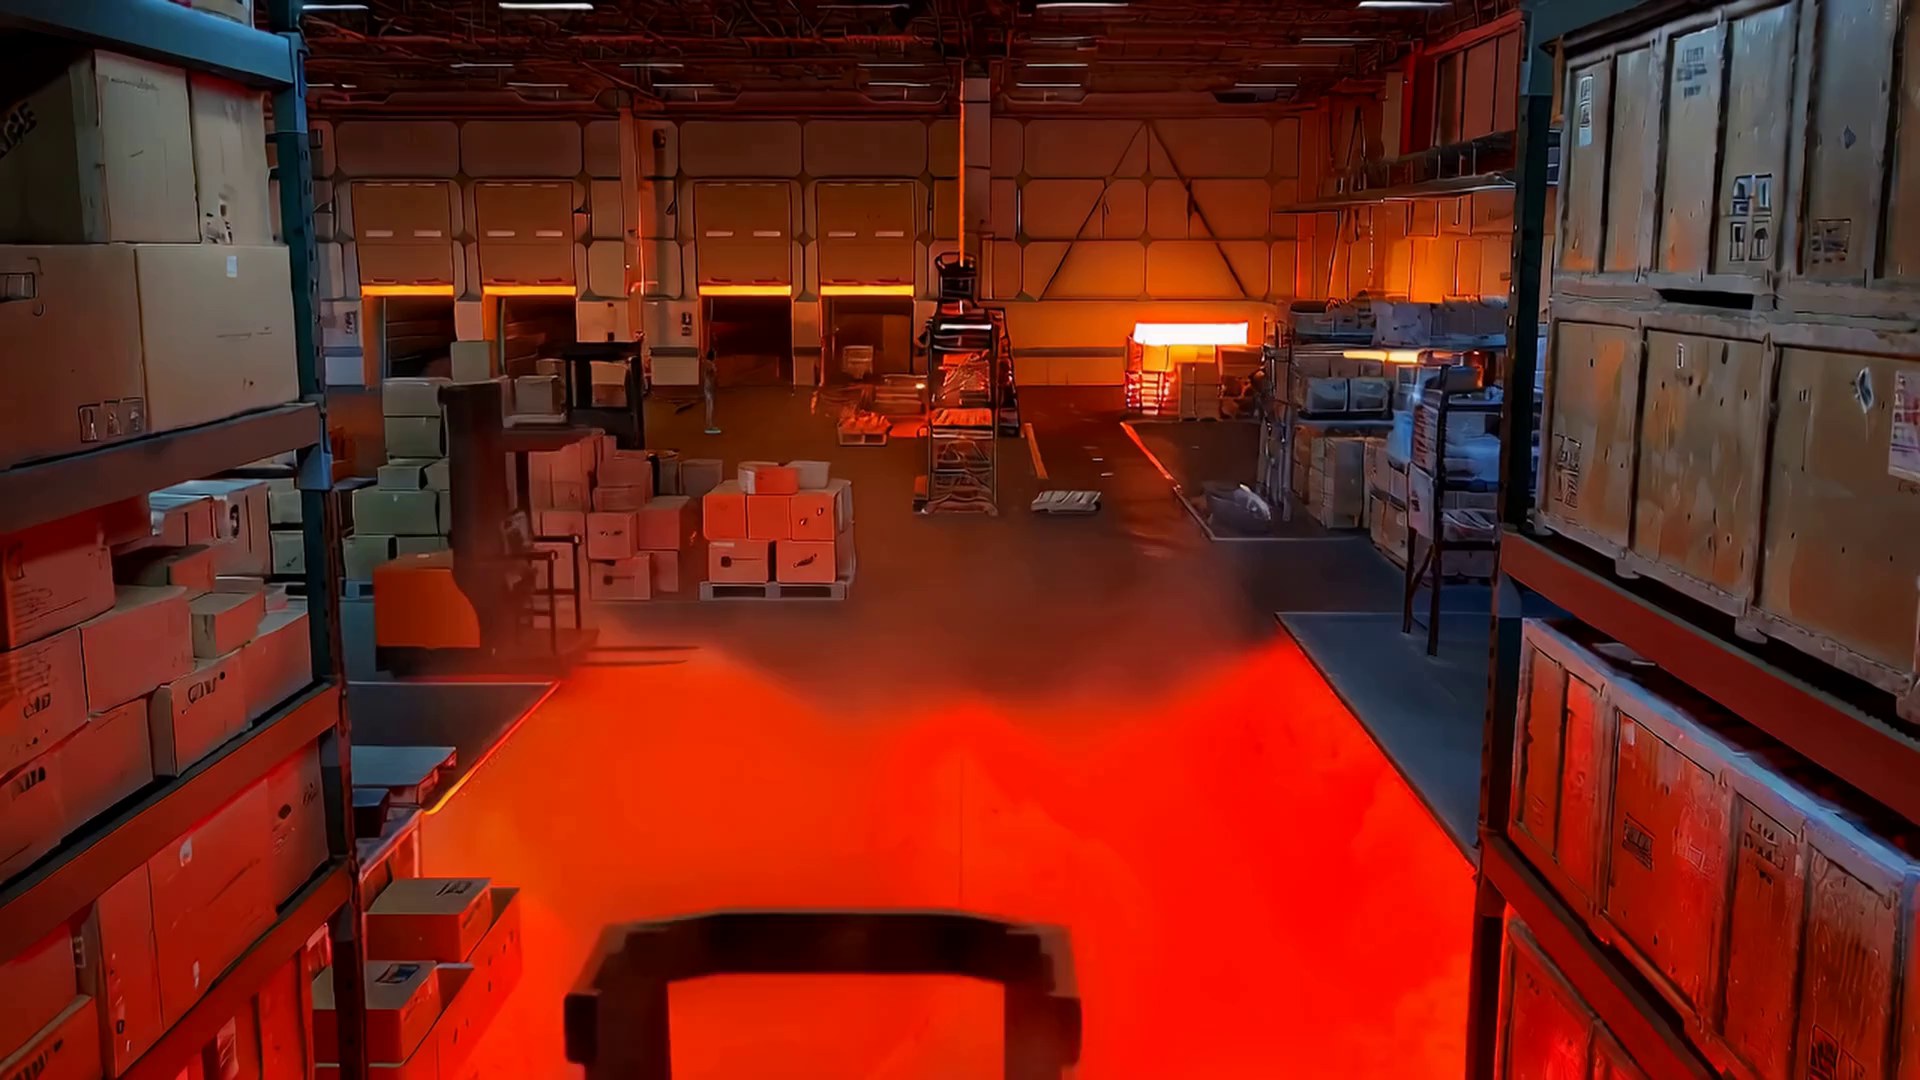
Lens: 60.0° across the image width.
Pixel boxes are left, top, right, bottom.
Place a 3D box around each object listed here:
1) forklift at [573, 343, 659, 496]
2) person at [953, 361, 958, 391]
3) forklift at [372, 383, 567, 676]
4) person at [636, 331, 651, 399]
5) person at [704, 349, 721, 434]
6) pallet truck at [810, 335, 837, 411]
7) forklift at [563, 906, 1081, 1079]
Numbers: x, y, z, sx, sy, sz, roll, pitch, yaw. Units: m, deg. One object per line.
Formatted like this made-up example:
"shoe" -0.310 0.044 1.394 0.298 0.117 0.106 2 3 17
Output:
"forklift" -5.085 -1.475 24.210 1.129 2.768 1.873 0 10 1
"person" 0.040 -3.976 41.551 0.643 1.866 0.595 -9 13 -41
"forklift" -4.779 -0.134 16.474 1.873 2.768 1.129 0 10 1
"person" -8.976 -4.944 46.977 0.543 1.929 0.387 8 12 38
"person" -5.677 -3.400 38.030 0.352 1.937 0.635 -3 10 -15
"pallet truck" -3.021 -4.312 43.126 1.885 1.965 0.823 3 10 17
"forklift" -0.244 2.140 3.358 1.129 2.768 1.873 0 10 1
